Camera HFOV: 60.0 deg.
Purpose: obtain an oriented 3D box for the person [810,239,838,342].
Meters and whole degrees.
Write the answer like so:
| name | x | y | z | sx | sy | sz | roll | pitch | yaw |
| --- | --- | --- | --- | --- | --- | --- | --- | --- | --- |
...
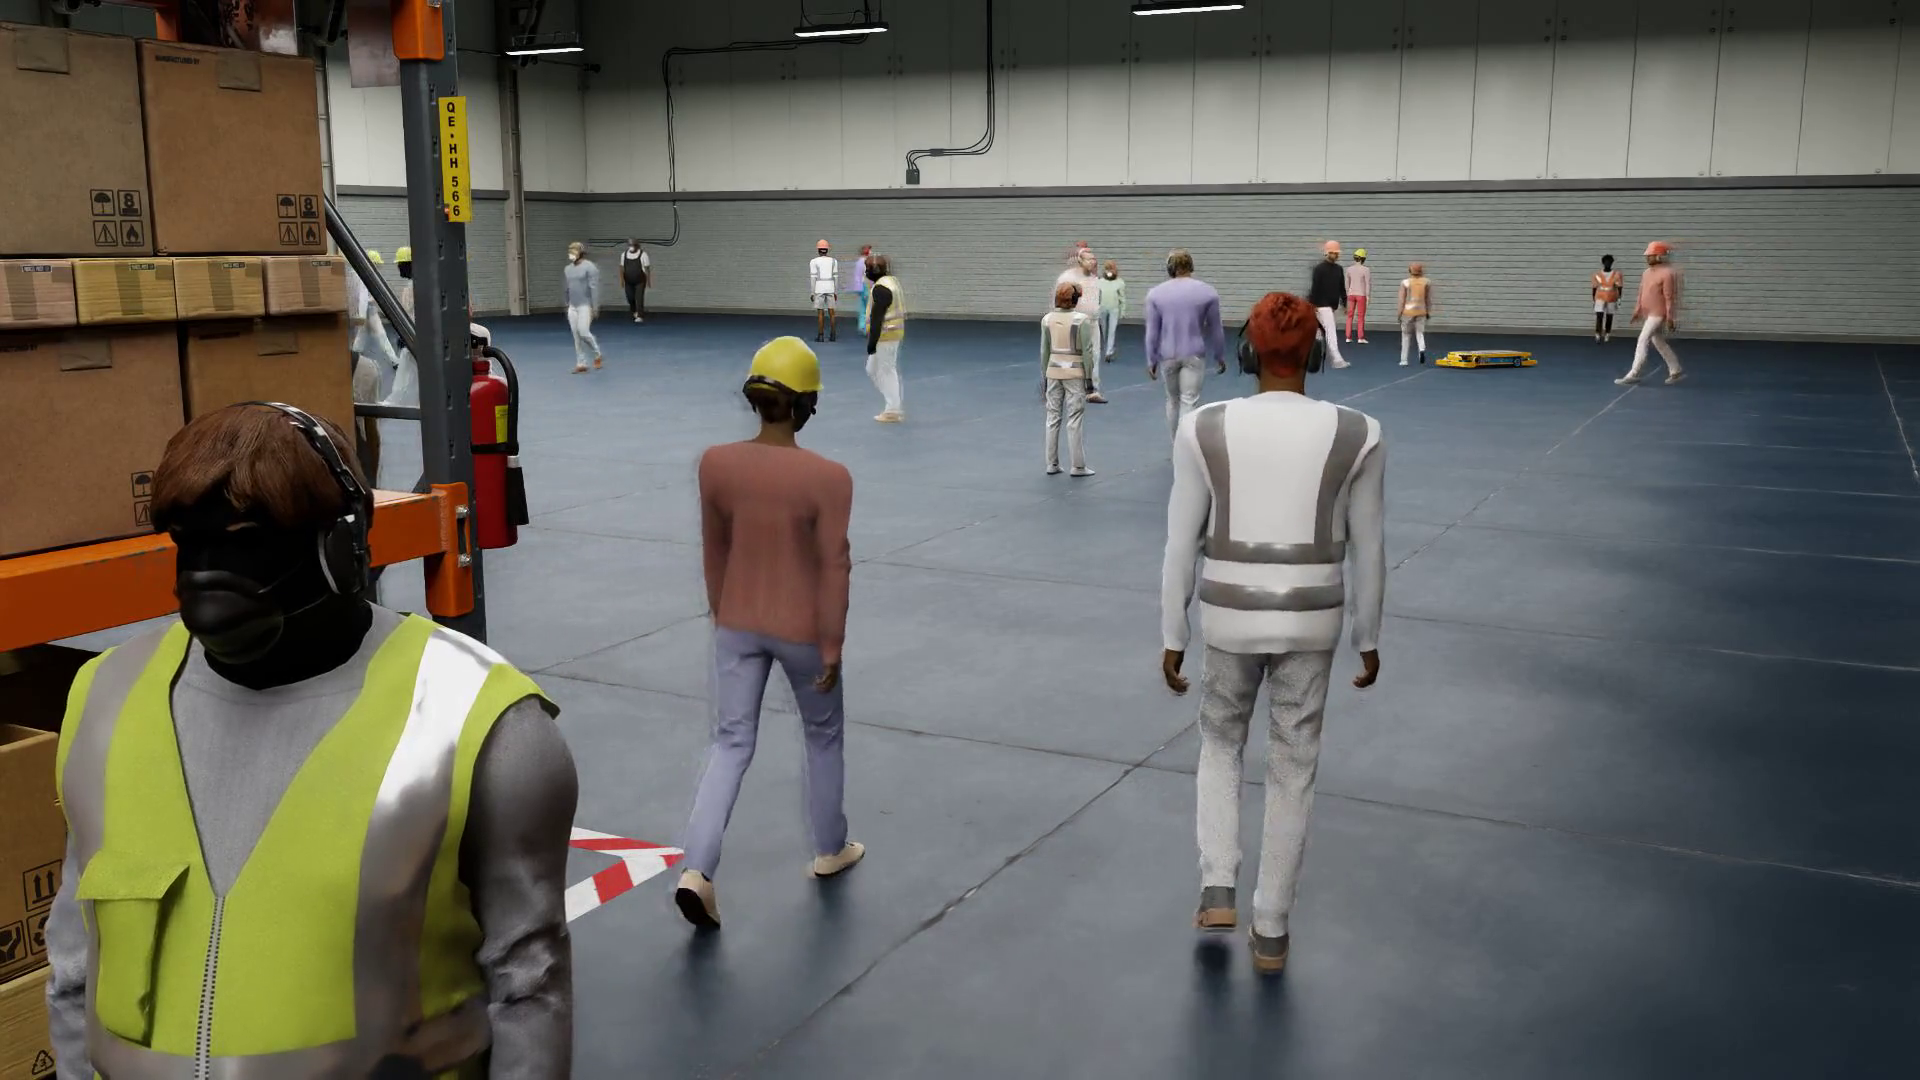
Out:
| name | x | y | z | sx | sy | sz | roll | pitch | yaw |
| --- | --- | --- | --- | --- | --- | --- | --- | --- | --- |
| person | -2.592 | -4.732 | 31.627 | 0.546 | 1.939 | 0.375 | -4 | 11 | -22 |

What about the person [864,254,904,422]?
| name | x | y | z | sx | sy | sz | roll | pitch | yaw |
| --- | --- | --- | --- | --- | --- | --- | --- | --- | --- |
| person | -0.824 | -2.184 | 18.051 | 0.441 | 1.818 | 0.634 | 0 | 10 | -1 |

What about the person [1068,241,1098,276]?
| name | x | y | z | sx | sy | sz | roll | pitch | yaw |
| --- | --- | --- | --- | --- | --- | --- | --- | --- | --- |
| person | 2.411 | -4.993 | 33.135 | 0.641 | 1.909 | 0.409 | -4 | 11 | -22 |

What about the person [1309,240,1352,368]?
| name | x | y | z | sx | sy | sz | roll | pitch | yaw |
| --- | --- | --- | --- | --- | --- | --- | --- | --- | --- |
| person | 5.671 | -3.634 | 25.635 | 0.633 | 1.947 | 1.016 | -8 | 13 | -36 |

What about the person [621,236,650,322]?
| name | x | y | z | sx | sy | sz | roll | pitch | yaw |
| --- | --- | --- | --- | --- | --- | --- | --- | --- | --- |
| person | -7.602 | -6.134 | 38.995 | 0.706 | 2.000 | 0.728 | 1 | 10 | 7 |

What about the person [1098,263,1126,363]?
| name | x | y | z | sx | sy | sz | roll | pitch | yaw |
| --- | --- | --- | --- | --- | --- | --- | --- | --- | --- |
| person | 2.389 | -3.640 | 26.645 | 0.500 | 1.585 | 0.898 | 3 | 11 | 17 |

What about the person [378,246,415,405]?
| name | x | y | z | sx | sy | sz | roll | pitch | yaw |
| --- | --- | --- | --- | --- | --- | --- | --- | --- | --- |
| person | -6.240 | -2.338 | 18.721 | 0.919 | 1.890 | 0.591 | -4 | 11 | -21 |

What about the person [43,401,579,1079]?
| name | x | y | z | sx | sy | sz | roll | pitch | yaw |
| --- | --- | --- | --- | --- | --- | --- | --- | --- | --- |
| person | -0.764 | 0.757 | 1.960 | 0.625 | 1.844 | 0.429 | 1 | 10 | 4 |

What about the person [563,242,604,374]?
| name | x | y | z | sx | sy | sz | roll | pitch | yaw |
| --- | --- | --- | --- | --- | --- | --- | --- | --- | --- |
| person | -5.545 | -3.390 | 24.340 | 0.659 | 1.925 | 0.465 | 7 | 12 | 33 |

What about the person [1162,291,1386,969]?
| name | x | y | z | sx | sy | sz | roll | pitch | yaw |
| --- | --- | --- | --- | --- | --- | --- | --- | --- | --- |
| person | 0.868 | 0.256 | 4.617 | 0.596 | 1.868 | 0.433 | 2 | 11 | 13 |

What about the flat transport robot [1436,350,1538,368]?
| name | x | y | z | sx | sy | sz | roll | pitch | yaw |
| --- | --- | --- | --- | --- | --- | --- | --- | --- | --- |
| flat transport robot | 8.129 | -2.801 | 25.647 | 1.431 | 0.197 | 0.652 | -5 | 11 | -23 |

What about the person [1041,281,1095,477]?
| name | x | y | z | sx | sy | sz | roll | pitch | yaw |
| --- | --- | --- | --- | --- | --- | --- | --- | --- | --- |
| person | 0.903 | -1.352 | 14.006 | 0.514 | 1.642 | 0.310 | 8 | 13 | 38 |

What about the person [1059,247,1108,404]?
| name | x | y | z | sx | sy | sz | roll | pitch | yaw |
| --- | --- | --- | --- | --- | --- | --- | --- | --- | --- |
| person | 1.434 | -2.601 | 20.167 | 0.648 | 1.880 | 0.782 | -8 | 13 | -37 |

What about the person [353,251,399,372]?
| name | x | y | z | sx | sy | sz | roll | pitch | yaw |
| --- | --- | --- | --- | --- | --- | --- | --- | --- | --- |
| person | -8.592 | -3.349 | 24.491 | 0.946 | 1.778 | 0.597 | -3 | 11 | -18 |

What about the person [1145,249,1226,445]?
| name | x | y | z | sx | sy | sz | roll | pitch | yaw |
| --- | --- | --- | --- | --- | --- | --- | --- | --- | --- |
| person | 1.978 | -1.582 | 14.569 | 0.661 | 1.882 | 1.003 | 3 | 11 | 18 |

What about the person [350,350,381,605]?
| name | x | y | z | sx | sy | sz | roll | pitch | yaw |
| --- | --- | --- | --- | --- | --- | --- | --- | --- | --- |
| person | -2.834 | -0.219 | 7.362 | 0.883 | 1.805 | 0.524 | 10 | 15 | 44 |

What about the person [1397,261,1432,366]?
| name | x | y | z | sx | sy | sz | roll | pitch | yaw |
| --- | --- | --- | --- | --- | --- | --- | --- | --- | --- |
| person | 7.023 | -3.485 | 25.673 | 0.560 | 1.624 | 0.484 | 0 | 10 | -3 |

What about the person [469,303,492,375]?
| name | x | y | z | sx | sy | sz | roll | pitch | yaw |
| --- | --- | --- | --- | --- | --- | --- | --- | --- | --- |
| person | -3.768 | -1.077 | 12.527 | 0.498 | 1.634 | 0.280 | 0 | 10 | 0 |

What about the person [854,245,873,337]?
| name | x | y | z | sx | sy | sz | roll | pitch | yaw |
| --- | --- | --- | --- | --- | --- | --- | --- | --- | --- |
| person | -1.860 | -4.922 | 32.935 | 0.450 | 1.833 | 0.592 | -4 | 11 | -20 |

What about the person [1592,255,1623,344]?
| name | x | y | z | sx | sy | sz | roll | pitch | yaw |
| --- | --- | --- | --- | --- | --- | --- | --- | --- | --- |
| person | 12.150 | -4.520 | 31.261 | 0.534 | 1.651 | 0.867 | 3 | 11 | 17 |

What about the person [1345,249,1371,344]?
| name | x | y | z | sx | sy | sz | roll | pitch | yaw |
| --- | --- | --- | --- | --- | --- | --- | --- | --- | --- |
| person | 7.453 | -4.560 | 31.161 | 0.527 | 1.767 | 0.331 | 10 | 14 | 42 |

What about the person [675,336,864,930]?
| name | x | y | z | sx | sy | sz | roll | pitch | yaw |
| --- | --- | --- | --- | --- | --- | --- | --- | --- | --- |
| person | -0.573 | 0.263 | 4.952 | 0.523 | 1.731 | 0.848 | 3 | 11 | 18 |

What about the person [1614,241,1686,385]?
| name | x | y | z | sx | sy | sz | roll | pitch | yaw |
| --- | --- | --- | --- | --- | --- | --- | --- | --- | --- |
| person | 9.422 | -3.053 | 22.470 | 1.024 | 1.952 | 0.607 | -1 | 10 | -3 |
